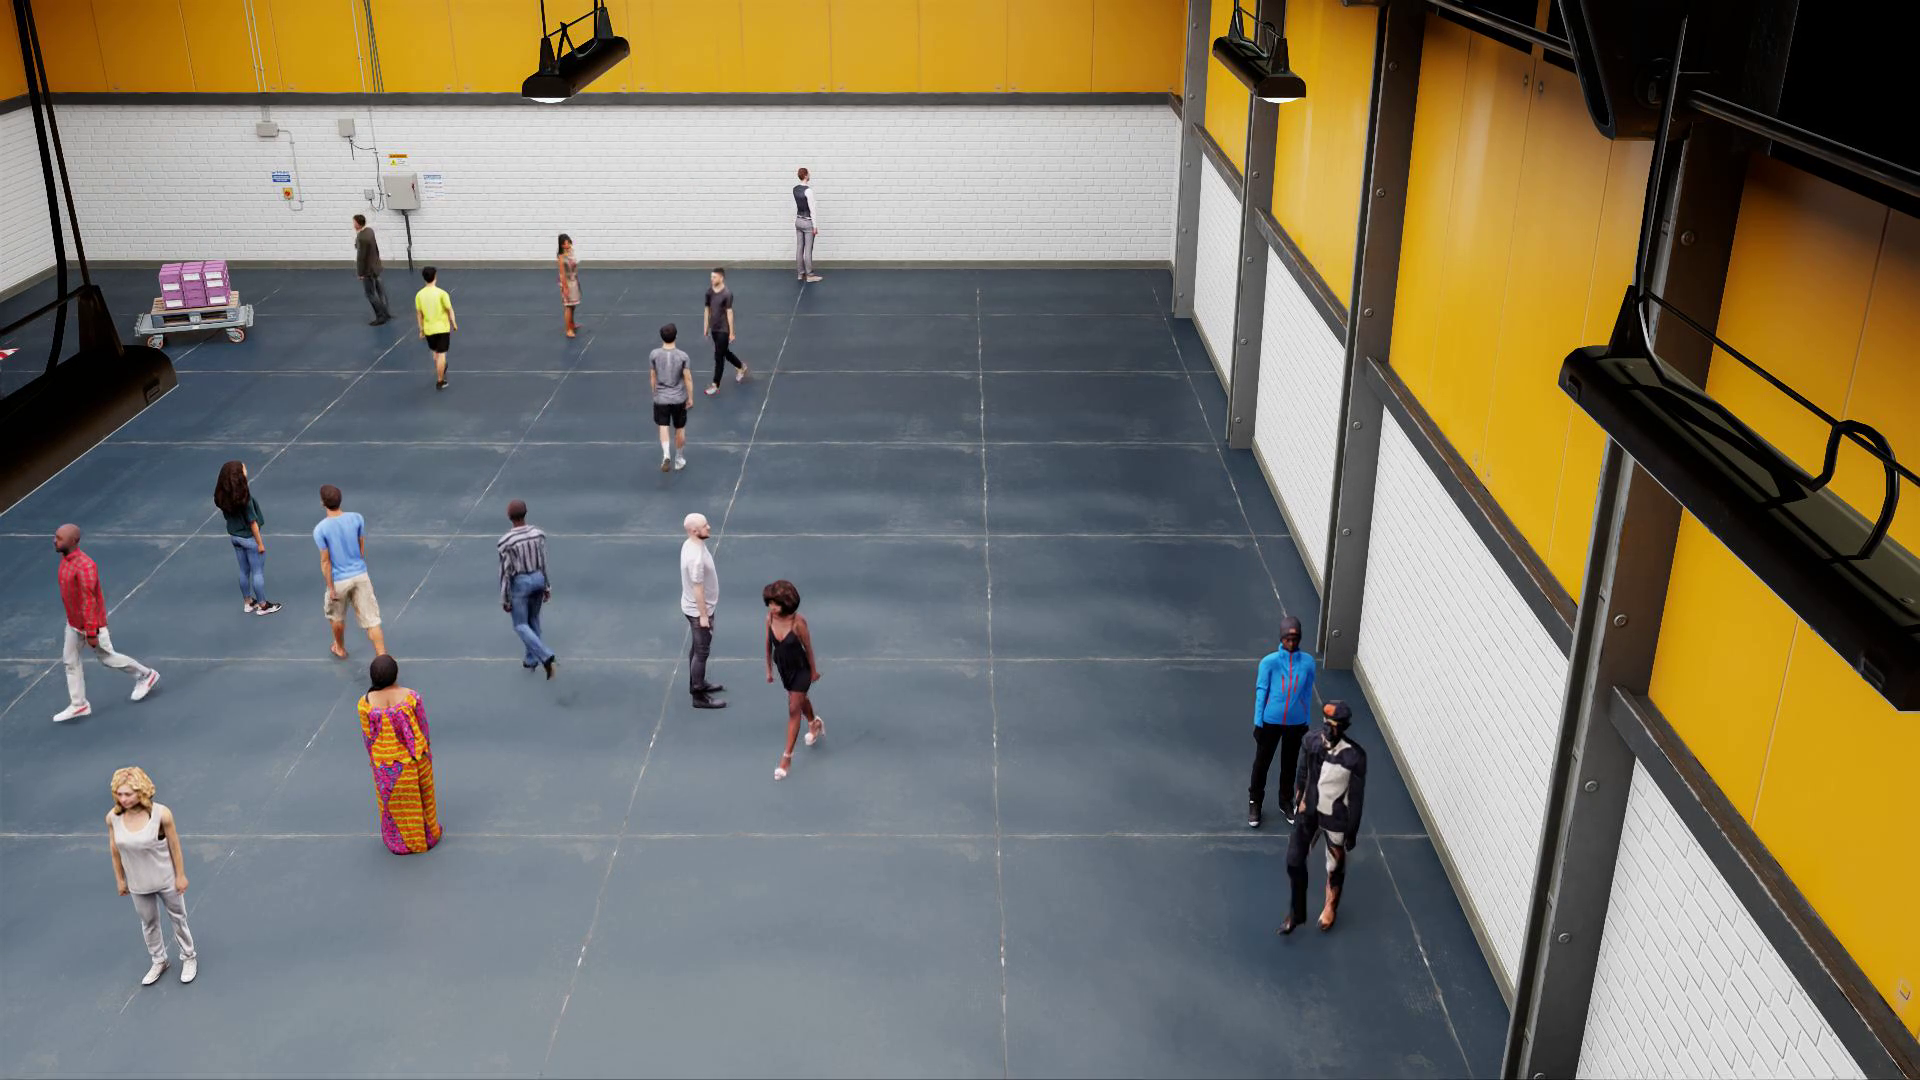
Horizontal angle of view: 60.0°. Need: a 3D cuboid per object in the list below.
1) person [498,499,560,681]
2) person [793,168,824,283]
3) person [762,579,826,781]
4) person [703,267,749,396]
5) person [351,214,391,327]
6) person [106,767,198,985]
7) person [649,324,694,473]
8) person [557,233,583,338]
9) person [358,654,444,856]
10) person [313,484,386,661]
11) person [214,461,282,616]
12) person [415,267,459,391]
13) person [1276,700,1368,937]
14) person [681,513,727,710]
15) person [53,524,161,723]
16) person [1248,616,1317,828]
[{"bbox_3d":[-3.902,0.506,15.237,1.013,1.772,1.071,-22,32,-40],"label":"person"},{"bbox_3d":[-2.665,-5.451,28.657,0.798,1.939,0.735,-21,31,-40],"label":"person"},{"bbox_3d":[-1.349,1.090,13.953,0.911,1.729,1.129,12,26,26],"label":"person"},{"bbox_3d":[-3.267,-2.930,23.144,1.081,1.733,1.216,17,29,34],"label":"person"},{"bbox_3d":[-9.245,-4.298,26.228,0.862,1.771,0.496,7,25,15],"label":"person"},{"bbox_3d":[-5.492,2.270,11.329,0.624,1.670,0.565,-2,24,-5],"label":"person"},{"bbox_3d":[-3.522,-1.680,20.141,0.675,1.849,0.838,-1,24,-1],"label":"person"},{"bbox_3d":[-6.027,-3.954,25.628,0.871,1.621,0.586,0,24,0],"label":"person"},{"bbox_3d":[-4.330,1.611,12.817,0.708,1.686,0.726,-6,24,-12],"label":"person"},{"bbox_3d":[-5.617,0.398,15.405,1.125,1.834,1.280,-17,29,-34],"label":"person"},{"bbox_3d":[-7.152,-0.028,16.652,0.706,1.617,0.737,12,26,26],"label":"person"},{"bbox_3d":[-7.326,-2.924,23.211,0.665,1.669,1.027,2,24,4],"label":"person"},{"bbox_3d":[2.649,1.935,11.846,0.924,1.870,0.985,17,29,34],"label":"person"},{"bbox_3d":[-2.343,0.607,14.933,0.762,1.830,0.568,-4,24,-9],"label":"person"},{"bbox_3d":[-7.674,0.686,14.787,1.153,1.801,1.249,19,30,37],"label":"person"},{"bbox_3d":[2.544,1.419,13.122,0.612,1.793,0.529,-2,24,-4],"label":"person"}]
